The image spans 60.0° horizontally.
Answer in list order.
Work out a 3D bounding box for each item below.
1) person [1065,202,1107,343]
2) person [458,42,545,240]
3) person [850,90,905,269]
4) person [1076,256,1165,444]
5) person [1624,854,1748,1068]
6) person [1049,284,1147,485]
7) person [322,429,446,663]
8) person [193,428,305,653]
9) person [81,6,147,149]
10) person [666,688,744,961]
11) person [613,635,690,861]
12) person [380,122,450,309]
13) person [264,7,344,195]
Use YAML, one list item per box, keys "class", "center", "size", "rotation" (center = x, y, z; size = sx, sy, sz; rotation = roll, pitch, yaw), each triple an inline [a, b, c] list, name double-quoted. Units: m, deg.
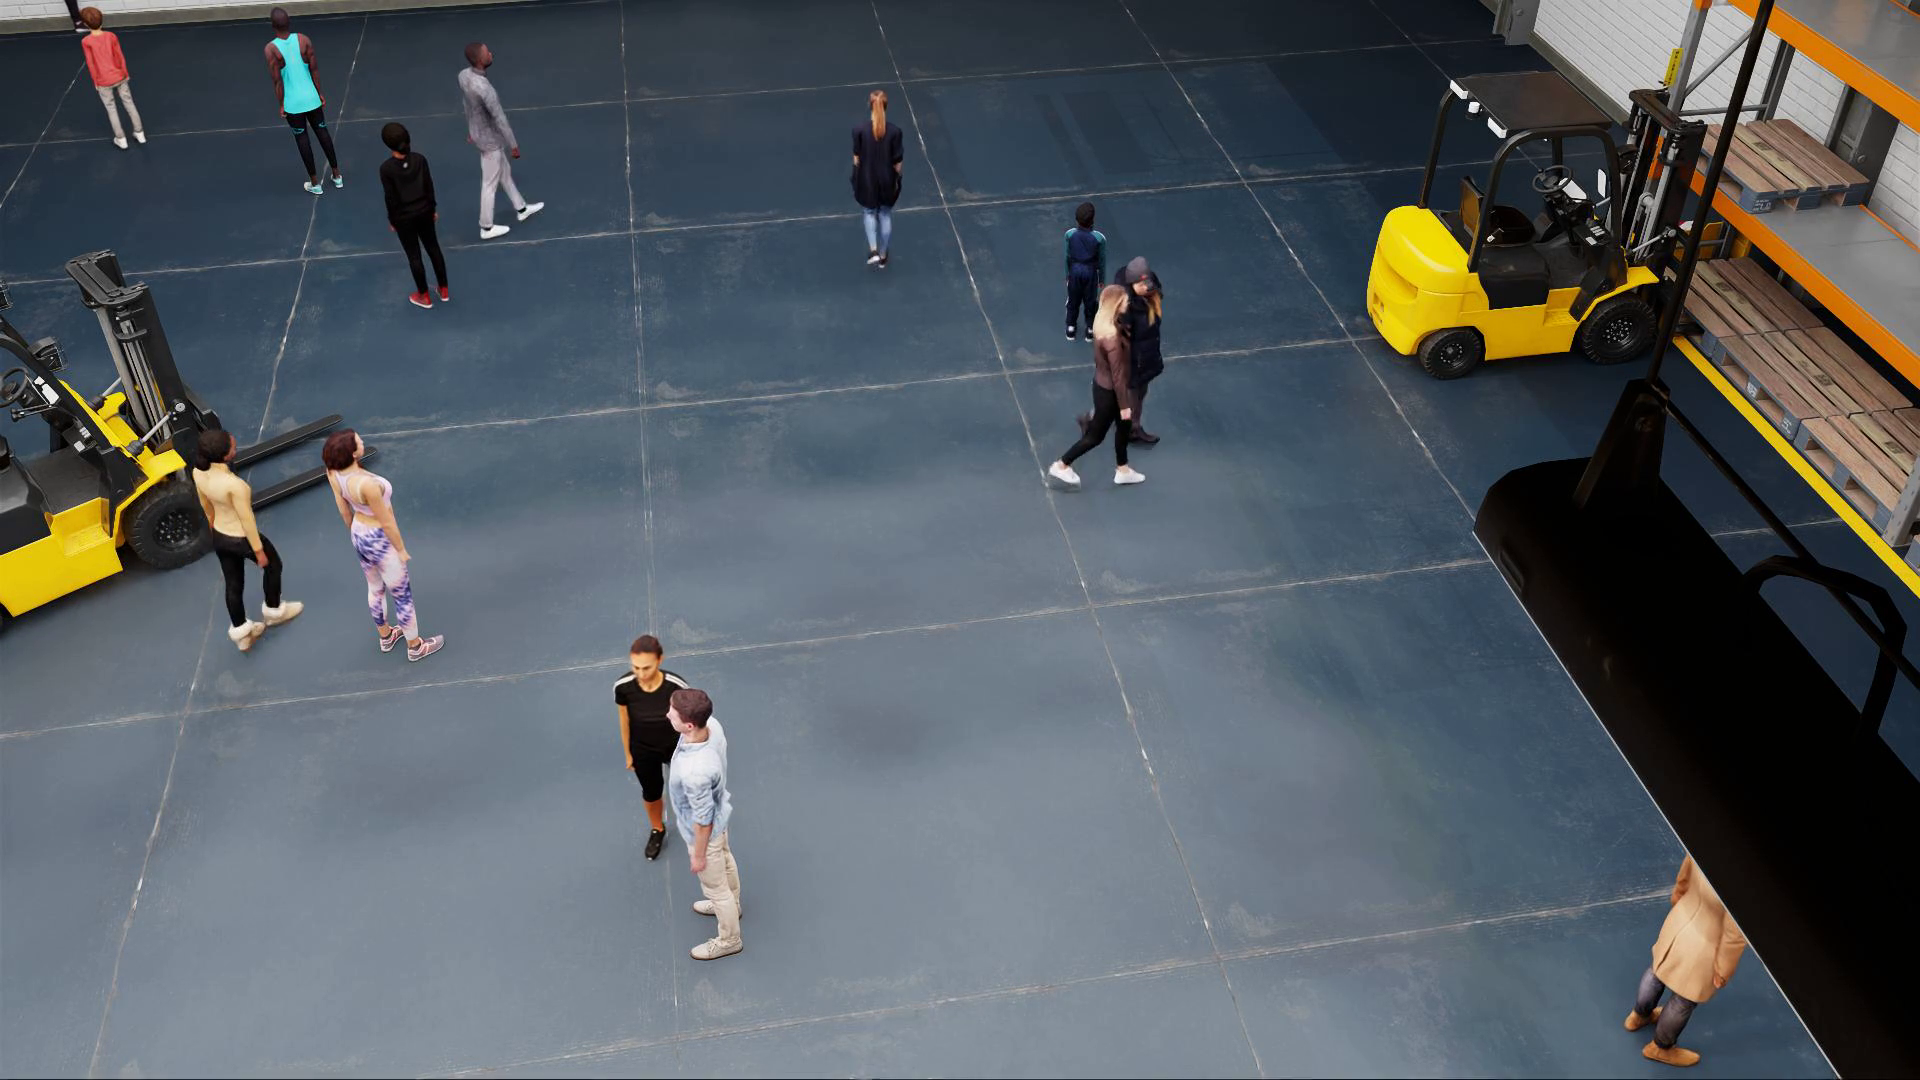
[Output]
- class: "person"
  center: [1.026, -2.232, 13.816]
  size: [0.563, 1.256, 0.576]
  rotation: [8, 39, 10]
- class: "person"
  center: [-4.361, -3.584, 15.064]
  size: [1.050, 1.812, 1.049]
  rotation: [-26, 46, -29]
- class: "person"
  center: [-0.725, -3.104, 14.574]
  size: [0.697, 1.673, 0.765]
  rotation: [-1, 39, -1]
- class: "person"
  center: [1.212, -1.392, 12.436]
  size: [0.965, 1.666, 0.929]
  rotation: [18, 42, 21]
- class: "person"
  center: [3.654, 1.941, 8.214]
  size: [0.697, 1.727, 0.545]
  rotation: [-6, 39, -7]
- class: "person"
  center: [0.993, -1.064, 12.004]
  size: [0.796, 1.693, 0.955]
  rotation: [0, 39, -1]
- class: "person"
  center: [-3.708, 0.027, 10.579]
  size: [0.686, 1.767, 0.728]
  rotation: [19, 42, 22]
- class: "person"
  center: [-4.673, 0.040, 10.662]
  size: [0.923, 1.642, 0.973]
  rotation: [13, 40, 16]
- class: "person"
  center: [-8.546, -4.657, 16.725]
  size: [0.580, 1.415, 0.614]
  rotation: [-32, 48, -33]
- class: "person"
  center: [-1.327, 1.473, 8.703]
  size: [0.738, 1.848, 0.520]
  rotation: [-2, 39, -2]
- class: "person"
  center: [-1.654, 1.146, 9.259]
  size: [0.630, 1.666, 0.604]
  rotation: [3, 39, 4]
- class: "person"
  center: [-4.652, -2.769, 14.154]
  size: [0.681, 1.675, 0.694]
  rotation: [-29, 47, -31]
- class: "person"
  center: [-6.254, -4.168, 15.796]
  size: [0.684, 1.811, 0.674]
  rotation: [-25, 45, -28]
